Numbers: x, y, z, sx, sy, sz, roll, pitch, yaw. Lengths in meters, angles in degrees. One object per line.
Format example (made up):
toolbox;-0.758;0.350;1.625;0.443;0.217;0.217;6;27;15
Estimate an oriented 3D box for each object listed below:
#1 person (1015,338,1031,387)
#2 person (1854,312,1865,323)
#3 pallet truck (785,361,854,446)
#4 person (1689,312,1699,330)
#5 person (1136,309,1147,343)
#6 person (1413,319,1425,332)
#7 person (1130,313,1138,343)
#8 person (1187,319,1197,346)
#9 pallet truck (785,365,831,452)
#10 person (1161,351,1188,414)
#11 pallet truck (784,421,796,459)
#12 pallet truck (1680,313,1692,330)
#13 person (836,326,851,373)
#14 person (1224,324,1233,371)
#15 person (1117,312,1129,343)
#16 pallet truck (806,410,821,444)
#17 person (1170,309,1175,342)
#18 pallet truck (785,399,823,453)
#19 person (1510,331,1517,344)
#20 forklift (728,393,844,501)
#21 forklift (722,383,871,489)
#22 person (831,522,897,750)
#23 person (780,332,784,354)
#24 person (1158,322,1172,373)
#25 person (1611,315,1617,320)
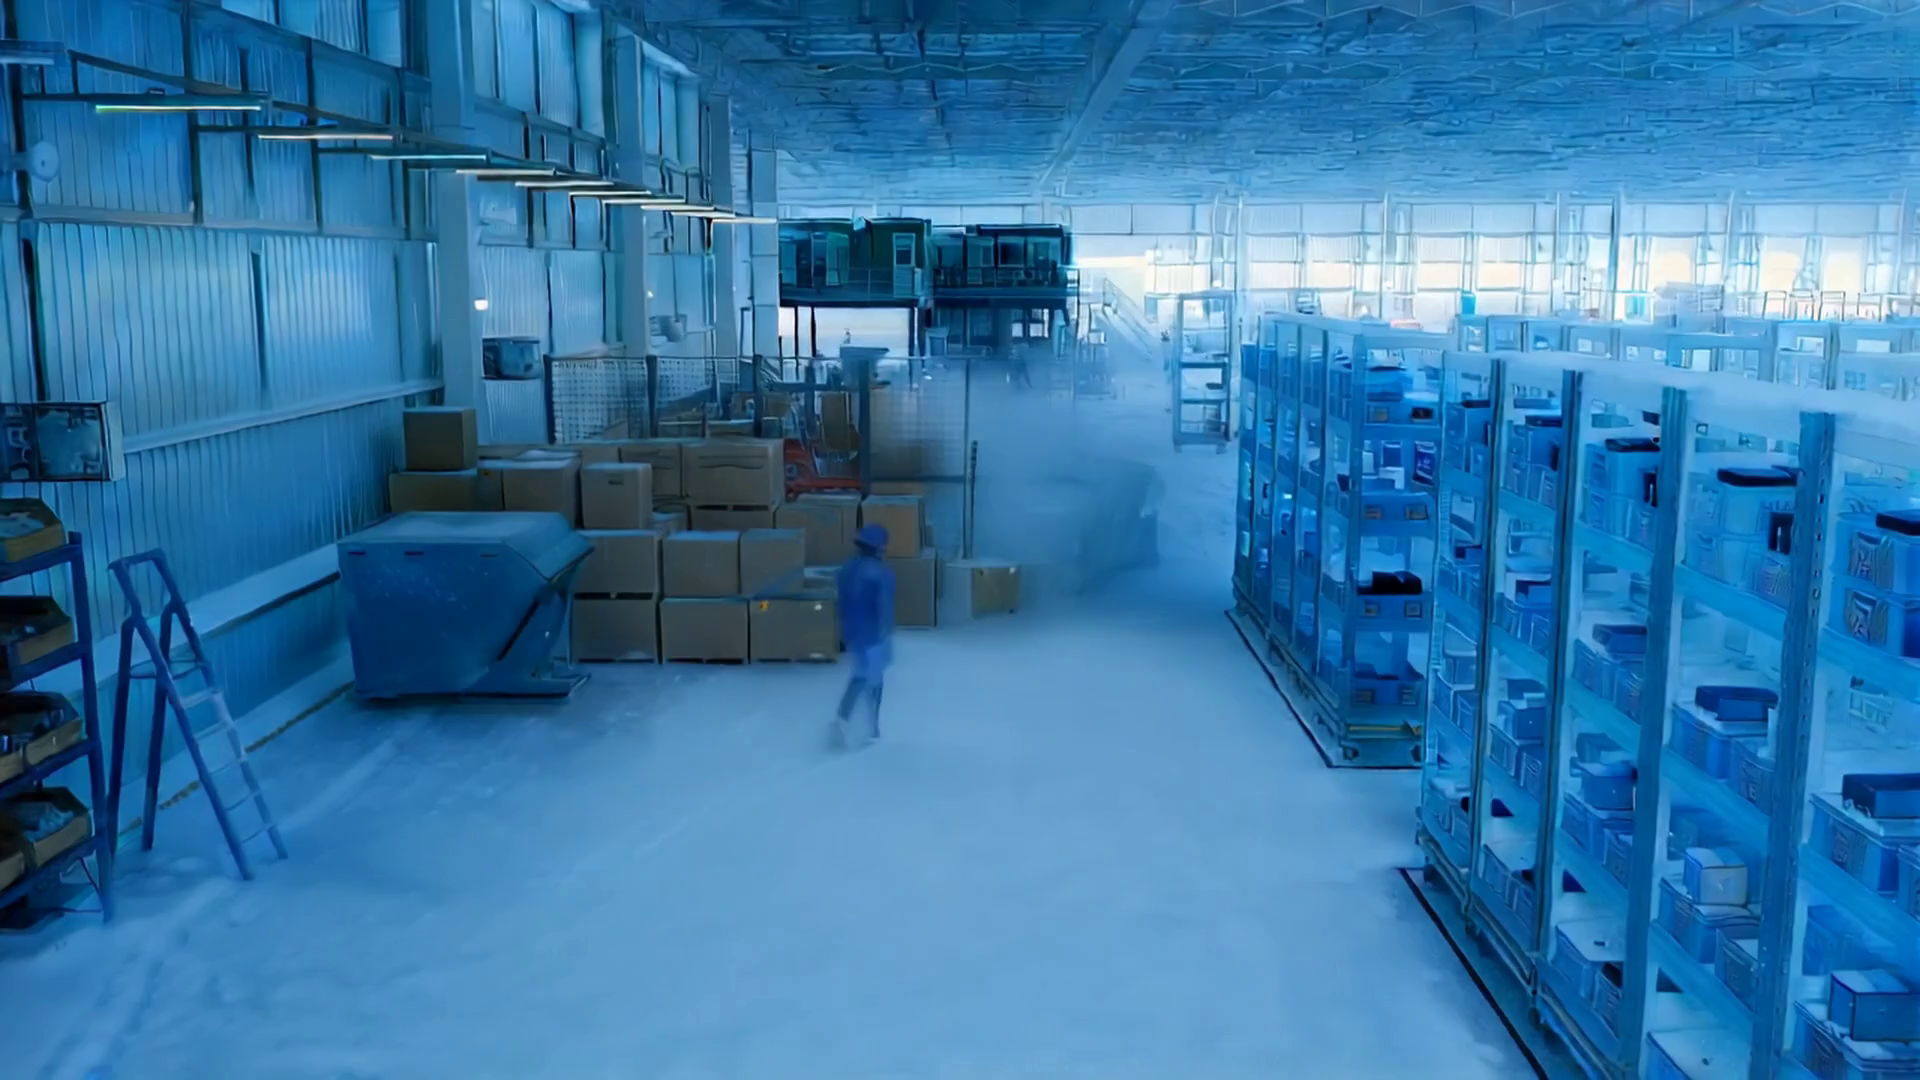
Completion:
person;2.209;-6.240;58.518;0.460;1.755;0.557;7;12;37
person;48.658;-11.420;90.103;0.383;1.882;0.580;-7;12;-39
pallet truck;-3.410;-3.193;38.978;1.885;1.965;0.823;0;9;-1
person;38.613;-11.025;87.476;1.038;1.944;0.641;-1;9;-5
person;9.898;-11.575;90.698;0.621;1.990;0.391;1;9;5
person;20.458;-8.902;74.280;0.716;1.981;1.061;-2;9;-14
person;9.917;-11.976;93.800;0.959;1.797;0.624;-7;11;-35
person;12.607;-11.491;90.500;0.573;1.881;0.994;1;9;5
pallet truck;-3.774;-2.976;37.635;1.885;1.965;0.823;1;9;5
person;6.183;-4.516;47.664;0.957;1.836;0.520;9;13;43
pallet truck;-4.013;-1.793;32.705;1.601;1.201;0.680;0;9;1
pallet truck;36.315;-10.531;84.244;0.823;1.965;1.885;-6;11;-33
person;-4.549;-7.660;66.913;1.007;1.867;0.612;0;9;-1
person;11.040;-7.924;68.344;0.361;1.935;0.553;-1;9;-6
person;9.312;-12.097;94.765;0.939;1.716;0.535;-6;11;-33
pallet truck;-3.559;-2.018;33.905;1.522;1.261;0.704;0;9;-1
person;12.156;-12.162;94.585;0.425;1.913;0.599;0;9;-1
pallet truck;-3.814;-2.432;36.419;1.630;1.274;0.653;0;9;1
person;27.179;-10.002;81.467;0.798;1.842;0.523;-3;10;-16
forklift;-2.979;-1.316;26.476;2.680;1.987;1.157;0;9;1
forklift;-2.893;-1.687;28.729;2.680;1.987;1.157;0;9;-1
person;-0.806;0.831;14.205;0.635;1.976;0.513;6;11;33
person;-6.693;-6.714;61.166;0.372;1.860;0.750;-4;10;-22
person;8.177;-7.744;66.918;0.682;2.000;0.705;4;10;21
person;34.166;-10.845;86.731;0.833;1.811;0.661;4;10;24
